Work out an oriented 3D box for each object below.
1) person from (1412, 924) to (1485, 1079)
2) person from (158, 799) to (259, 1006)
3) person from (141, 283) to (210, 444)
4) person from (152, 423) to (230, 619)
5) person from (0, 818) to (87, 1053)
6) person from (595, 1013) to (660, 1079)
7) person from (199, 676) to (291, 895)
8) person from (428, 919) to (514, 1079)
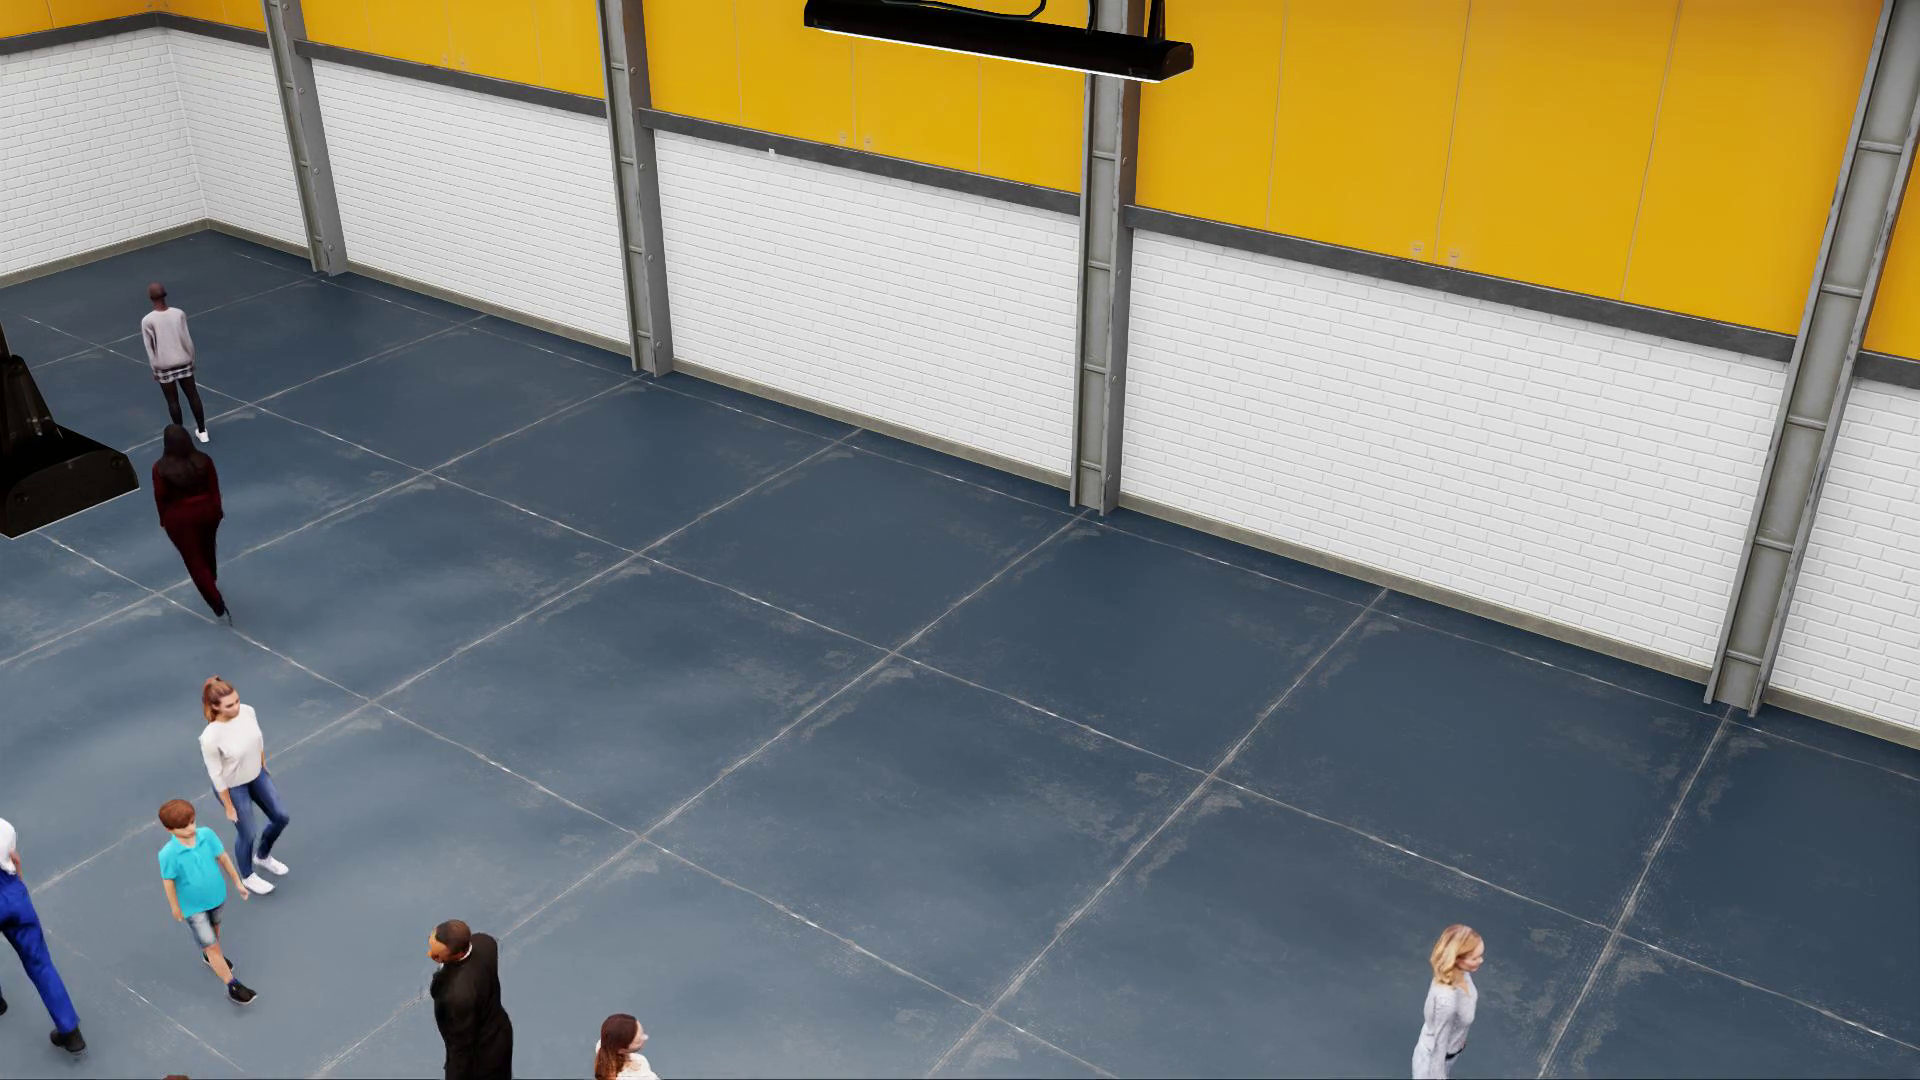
[{"bbox_3d":[2.542,2.757,8.869,0.543,1.795,0.618,13,31,22],"label":"person"},{"bbox_3d":[-4.748,2.179,10.325,0.895,1.415,0.563,16,32,27],"label":"person"},{"bbox_3d":[-8.174,-1.824,17.291,0.647,1.770,0.595,-25,37,-38],"label":"person"},{"bbox_3d":[-6.534,-0.132,14.240,0.790,1.723,1.118,-26,38,-38],"label":"person"},{"bbox_3d":[-5.581,2.261,9.779,1.301,1.793,0.700,21,35,33],"label":"person"},{"bbox_3d":[-1.747,3.084,8.419,1.026,1.651,1.147,-16,32,-27],"label":"person"},{"bbox_3d":[-4.828,1.616,11.051,0.687,1.707,0.714,11,30,19],"label":"person"},{"bbox_3d":[-2.571,2.715,8.842,0.829,1.895,0.847,11,30,19],"label":"person"}]
